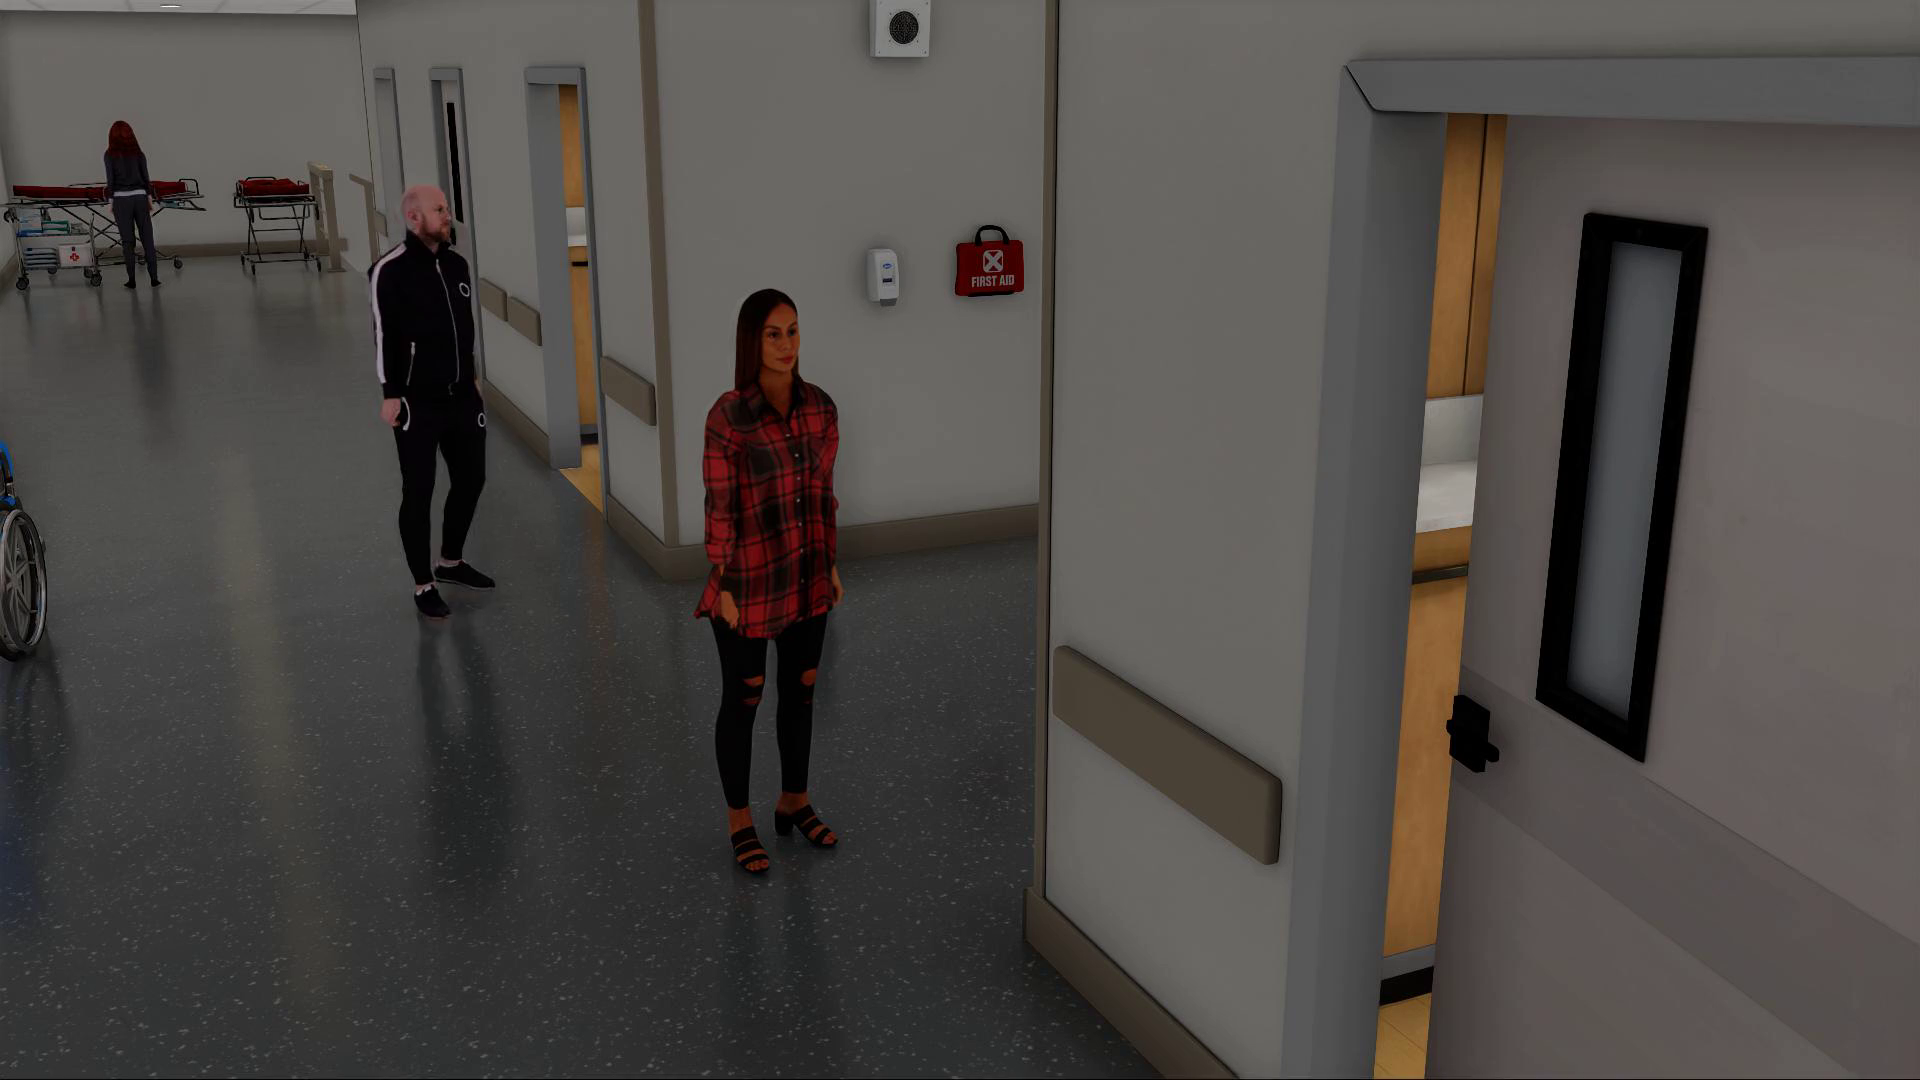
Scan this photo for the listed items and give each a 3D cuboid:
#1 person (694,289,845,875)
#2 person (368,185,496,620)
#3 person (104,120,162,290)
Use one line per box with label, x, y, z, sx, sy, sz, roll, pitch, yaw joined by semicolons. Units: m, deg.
person;-0.547;0.116;4.870;0.665;1.703;0.641;-13;20;-39
person;-2.298;-0.609;7.199;0.878;1.835;0.858;11;19;33
person;-9.002;-3.642;18.057;0.623;1.779;0.547;-11;19;-34
